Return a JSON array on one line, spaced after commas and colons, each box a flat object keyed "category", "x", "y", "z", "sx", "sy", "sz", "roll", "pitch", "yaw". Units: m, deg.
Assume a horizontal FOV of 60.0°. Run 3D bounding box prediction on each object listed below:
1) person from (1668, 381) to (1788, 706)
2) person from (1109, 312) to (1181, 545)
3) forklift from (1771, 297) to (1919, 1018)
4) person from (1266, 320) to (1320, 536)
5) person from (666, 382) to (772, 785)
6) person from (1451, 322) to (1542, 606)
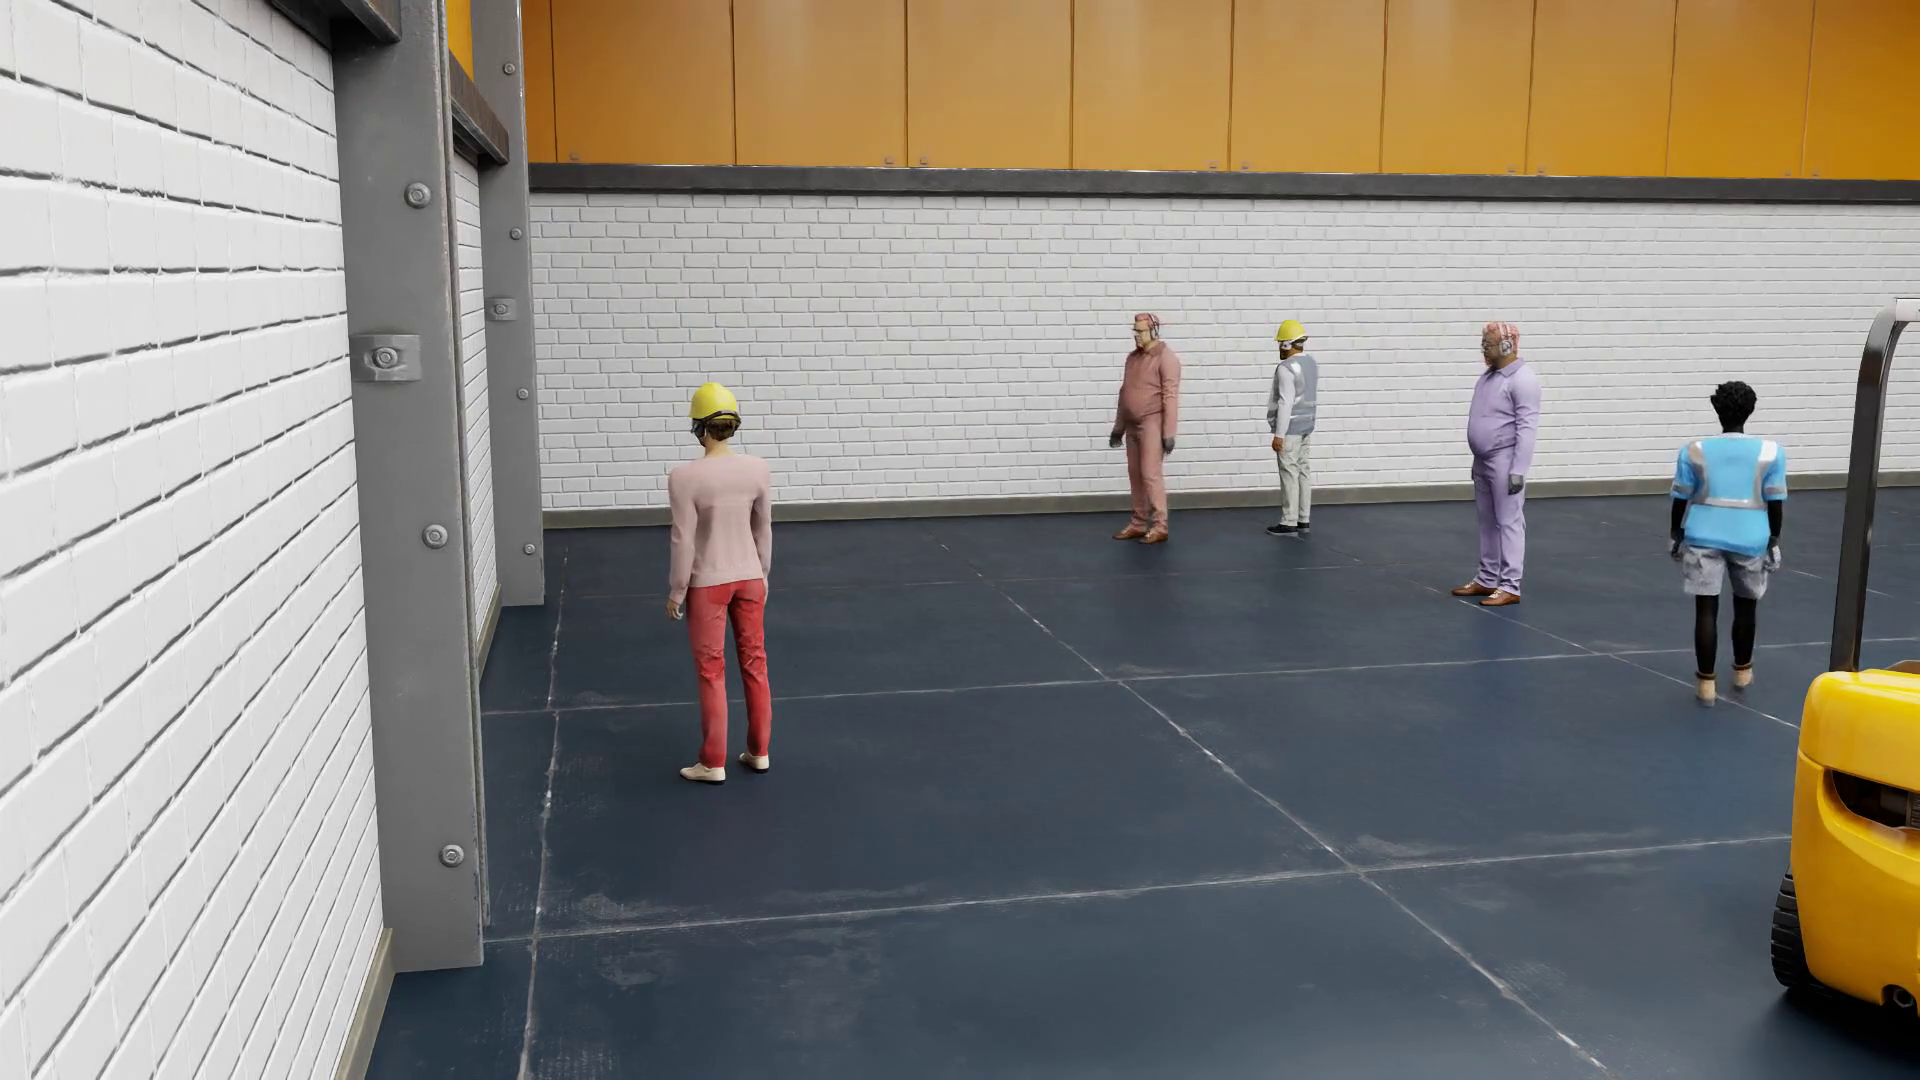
[{"category": "person", "x": 4.018, "y": 0.001, "z": 8.740, "sx": 0.553, "sy": 1.672, "sz": 0.686, "roll": 4, "pitch": 10, "yaw": 24}, {"category": "person", "x": 1.535, "y": -0.927, "z": 13.758, "sx": 0.404, "sy": 1.905, "sz": 0.675, "roll": -5, "pitch": 10, "yaw": -26}, {"category": "forklift", "x": 3.542, "y": 0.334, "z": 5.177, "sx": 2.313, "sy": 2.155, "sz": 1.214, "roll": -9, "pitch": 13, "yaw": -43}, {"category": "person", "x": 2.802, "y": -0.946, "z": 14.086, "sx": 0.404, "sy": 1.827, "sz": 0.601, "roll": 7, "pitch": 12, "yaw": 36}, {"category": "person", "x": -1.058, "y": 0.193, "z": 7.333, "sx": 0.523, "sy": 1.769, "sz": 0.317, "roll": -8, "pitch": 12, "yaw": -40}, {"category": "person", "x": 3.612, "y": -0.508, "z": 11.205, "sx": 0.400, "sy": 1.902, "sz": 0.643, "roll": -2, "pitch": 9, "yaw": -9}]
